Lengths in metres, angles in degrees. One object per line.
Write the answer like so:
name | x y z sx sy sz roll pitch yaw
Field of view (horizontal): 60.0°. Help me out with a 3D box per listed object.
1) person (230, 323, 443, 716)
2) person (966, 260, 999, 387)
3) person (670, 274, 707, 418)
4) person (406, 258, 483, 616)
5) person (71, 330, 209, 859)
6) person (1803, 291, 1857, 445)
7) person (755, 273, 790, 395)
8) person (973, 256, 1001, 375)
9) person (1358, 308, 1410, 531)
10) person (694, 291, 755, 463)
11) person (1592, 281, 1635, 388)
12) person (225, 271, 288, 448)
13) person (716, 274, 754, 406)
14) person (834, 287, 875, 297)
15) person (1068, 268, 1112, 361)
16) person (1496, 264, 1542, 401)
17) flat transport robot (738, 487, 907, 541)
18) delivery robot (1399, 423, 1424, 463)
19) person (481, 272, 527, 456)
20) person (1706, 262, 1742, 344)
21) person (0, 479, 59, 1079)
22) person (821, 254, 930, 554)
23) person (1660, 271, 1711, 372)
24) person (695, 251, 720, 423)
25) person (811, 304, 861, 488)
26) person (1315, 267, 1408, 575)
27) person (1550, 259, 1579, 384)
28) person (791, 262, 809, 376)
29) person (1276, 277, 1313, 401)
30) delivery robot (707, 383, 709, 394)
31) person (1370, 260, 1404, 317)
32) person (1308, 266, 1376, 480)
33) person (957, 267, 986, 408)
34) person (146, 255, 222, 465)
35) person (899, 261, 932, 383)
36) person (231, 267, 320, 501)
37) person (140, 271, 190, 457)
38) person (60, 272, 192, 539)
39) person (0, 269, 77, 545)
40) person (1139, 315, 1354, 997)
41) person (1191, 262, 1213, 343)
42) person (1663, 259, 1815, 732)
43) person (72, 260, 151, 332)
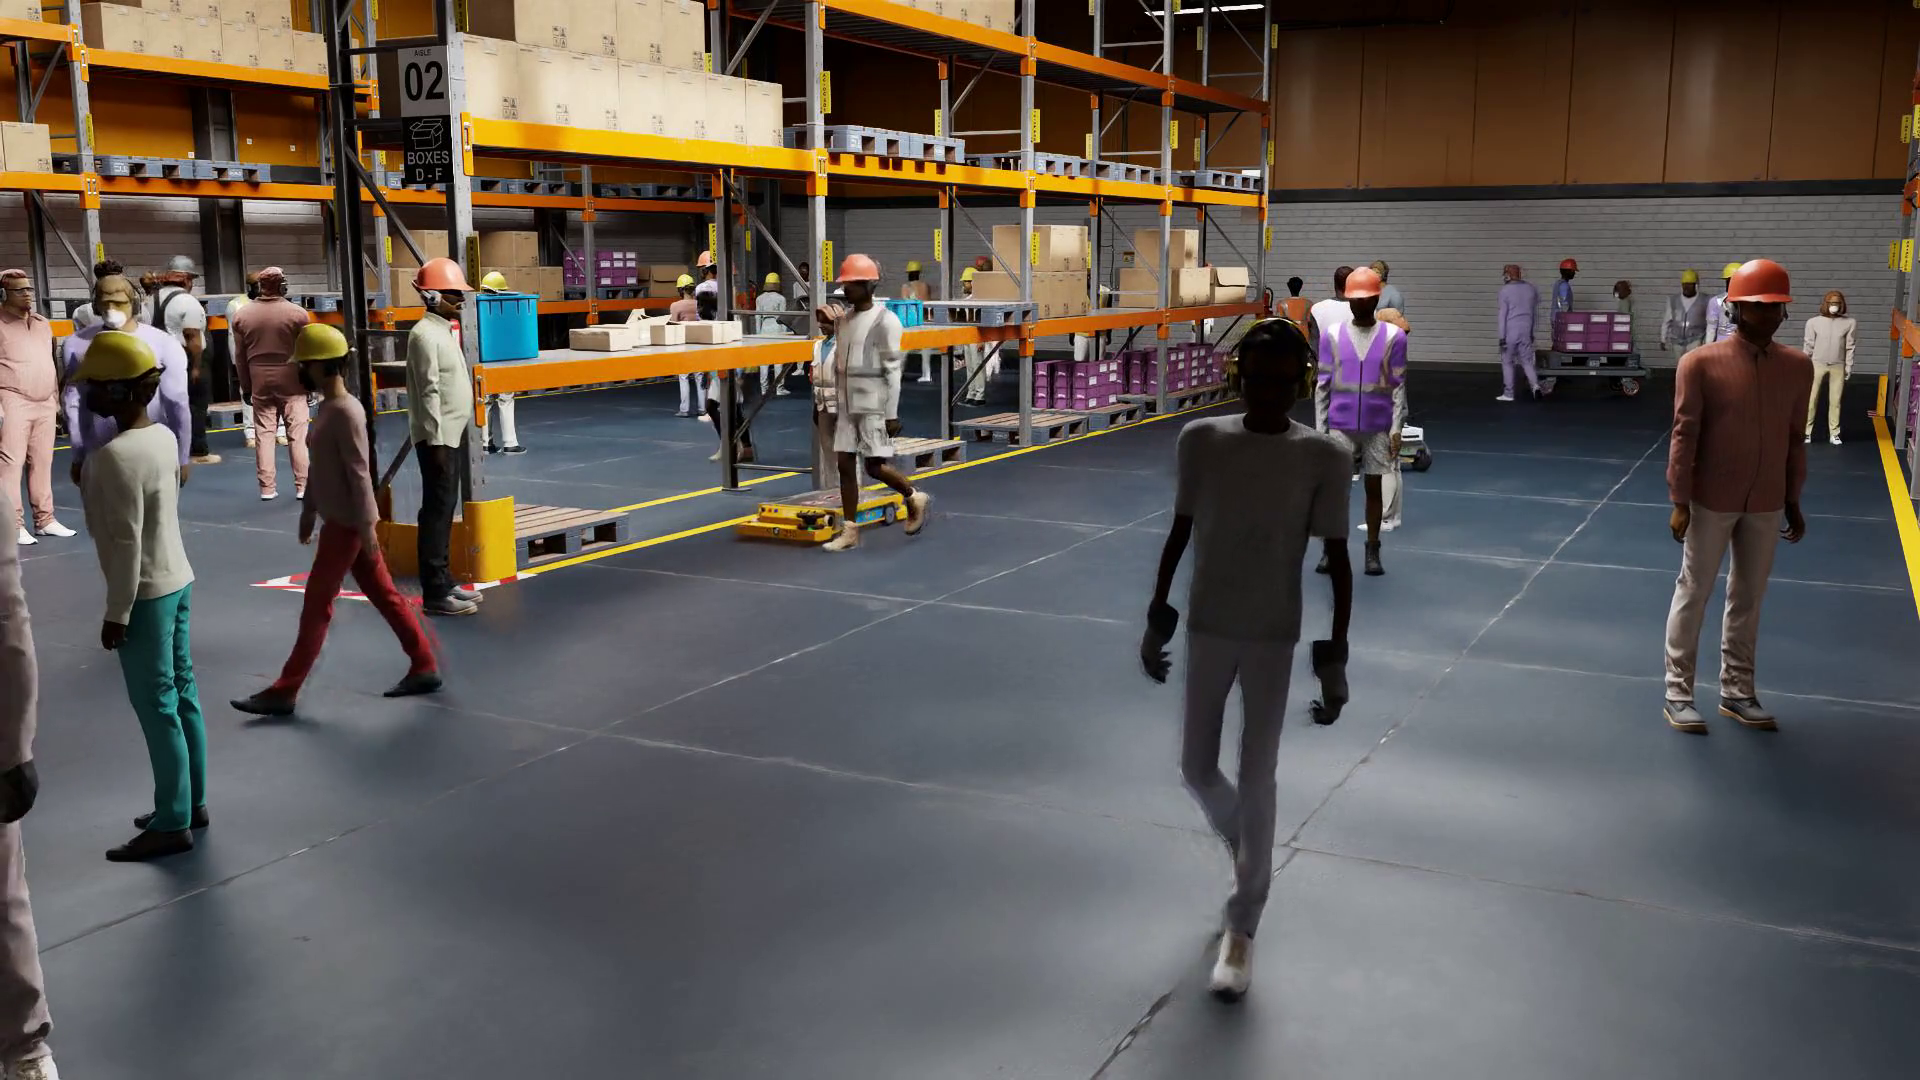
person | -2.766 -0.096 7.364 0.925 1.713 0.547 -5 11 -29
person | 0.383 -3.217 24.853 0.668 1.919 0.423 4 11 21
person | -3.357 -2.391 20.540 0.518 1.756 0.348 -9 13 -43
person | -2.896 -0.579 9.357 0.395 1.993 0.616 -1 10 -7
person | -2.761 0.183 5.609 0.307 1.770 0.525 -2 10 -9
person | 9.188 -1.818 17.614 0.492 1.625 0.284 3 10 19
person | -2.676 -2.947 23.801 0.492 1.740 0.325 4 10 20
person | 0.453 -3.551 26.630 0.645 1.973 0.731 8 13 40
person | 3.121 -0.878 12.168 0.299 1.623 0.503 4 11 23
person | -2.263 -1.568 16.043 0.596 1.651 0.521 -2 10 -11
person | 9.727 -3.033 24.670 0.719 1.602 0.560 4 11 24
person | -7.284 -1.875 17.339 0.624 1.836 0.429 -8 12 -37
person | -3.058 -2.660 21.663 0.562 1.908 0.576 -6 12 -33
person | -1.326 -2.516 20.736 0.552 1.936 0.358 1 10 6
person | 1.790 -2.839 22.916 0.620 1.836 0.429 -1 10 -3
person | 7.606 -2.805 22.602 0.668 1.876 0.618 -3 10 -19
flat transport robot | -0.948 -0.210 12.209 0.652 0.197 1.431 5 11 28
delivery robot | 3.994 -0.968 15.507 0.477 0.478 0.707 -4 10 -20
person | -4.633 -1.759 16.658 0.600 1.831 0.404 4 11 22
person | 8.426 -2.065 18.191 0.588 1.918 0.397 0 10 -3
person | -2.436 0.481 3.622 0.790 1.871 0.501 -6 11 -30
person | -0.600 -0.927 11.327 0.786 2.024 0.608 -10 14 -44
person | 9.702 -2.700 22.257 0.615 1.778 0.936 7 12 35
person | -2.979 -2.424 19.903 0.393 2.041 0.613 5 11 27
person | -0.956 -0.988 12.777 0.312 1.634 0.516 -9 14 -43
person | 2.505 -0.736 10.434 0.551 1.934 0.372 3 10 15
person | 9.339 -3.379 25.751 0.376 1.933 0.544 1 10 7
person | -2.551 -3.635 27.397 0.526 1.876 0.324 4 11 21
person | 4.576 -2.751 22.791 0.540 1.697 0.317 0 10 -1
delivery robot | -3.027 -1.946 21.166 0.477 0.478 0.707 -1 10 -5
person | 4.741 -2.190 18.850 0.376 1.940 0.629 -6 11 -30
person | 3.394 -1.474 14.817 0.595 1.910 0.412 0 10 0
person | 0.165 -2.655 21.846 0.403 1.830 0.599 -4 10 -20
person | -7.397 -1.705 15.744 0.697 2.000 0.685 5 11 29
person | -0.753 -3.425 26.132 0.616 1.882 0.955 -8 12 -38
person | -5.559 -1.268 13.604 0.650 1.907 0.409 0 10 -2
person | -7.901 -1.725 16.428 0.344 1.847 0.506 -10 14 -44
person | -4.410 -0.460 8.872 0.638 1.921 0.483 -1 10 -6
person | -6.539 -0.929 11.643 0.408 1.908 0.644 3 10 14
person | 0.814 0.289 4.744 0.631 1.847 0.815 3 10 19
person | 3.835 -3.457 26.367 0.346 1.879 0.580 10 14 44
person | 3.296 -0.177 7.032 0.612 1.994 0.394 -1 10 -7
person | -6.984 -1.332 13.805 0.606 1.964 0.367 -3 10 -16
